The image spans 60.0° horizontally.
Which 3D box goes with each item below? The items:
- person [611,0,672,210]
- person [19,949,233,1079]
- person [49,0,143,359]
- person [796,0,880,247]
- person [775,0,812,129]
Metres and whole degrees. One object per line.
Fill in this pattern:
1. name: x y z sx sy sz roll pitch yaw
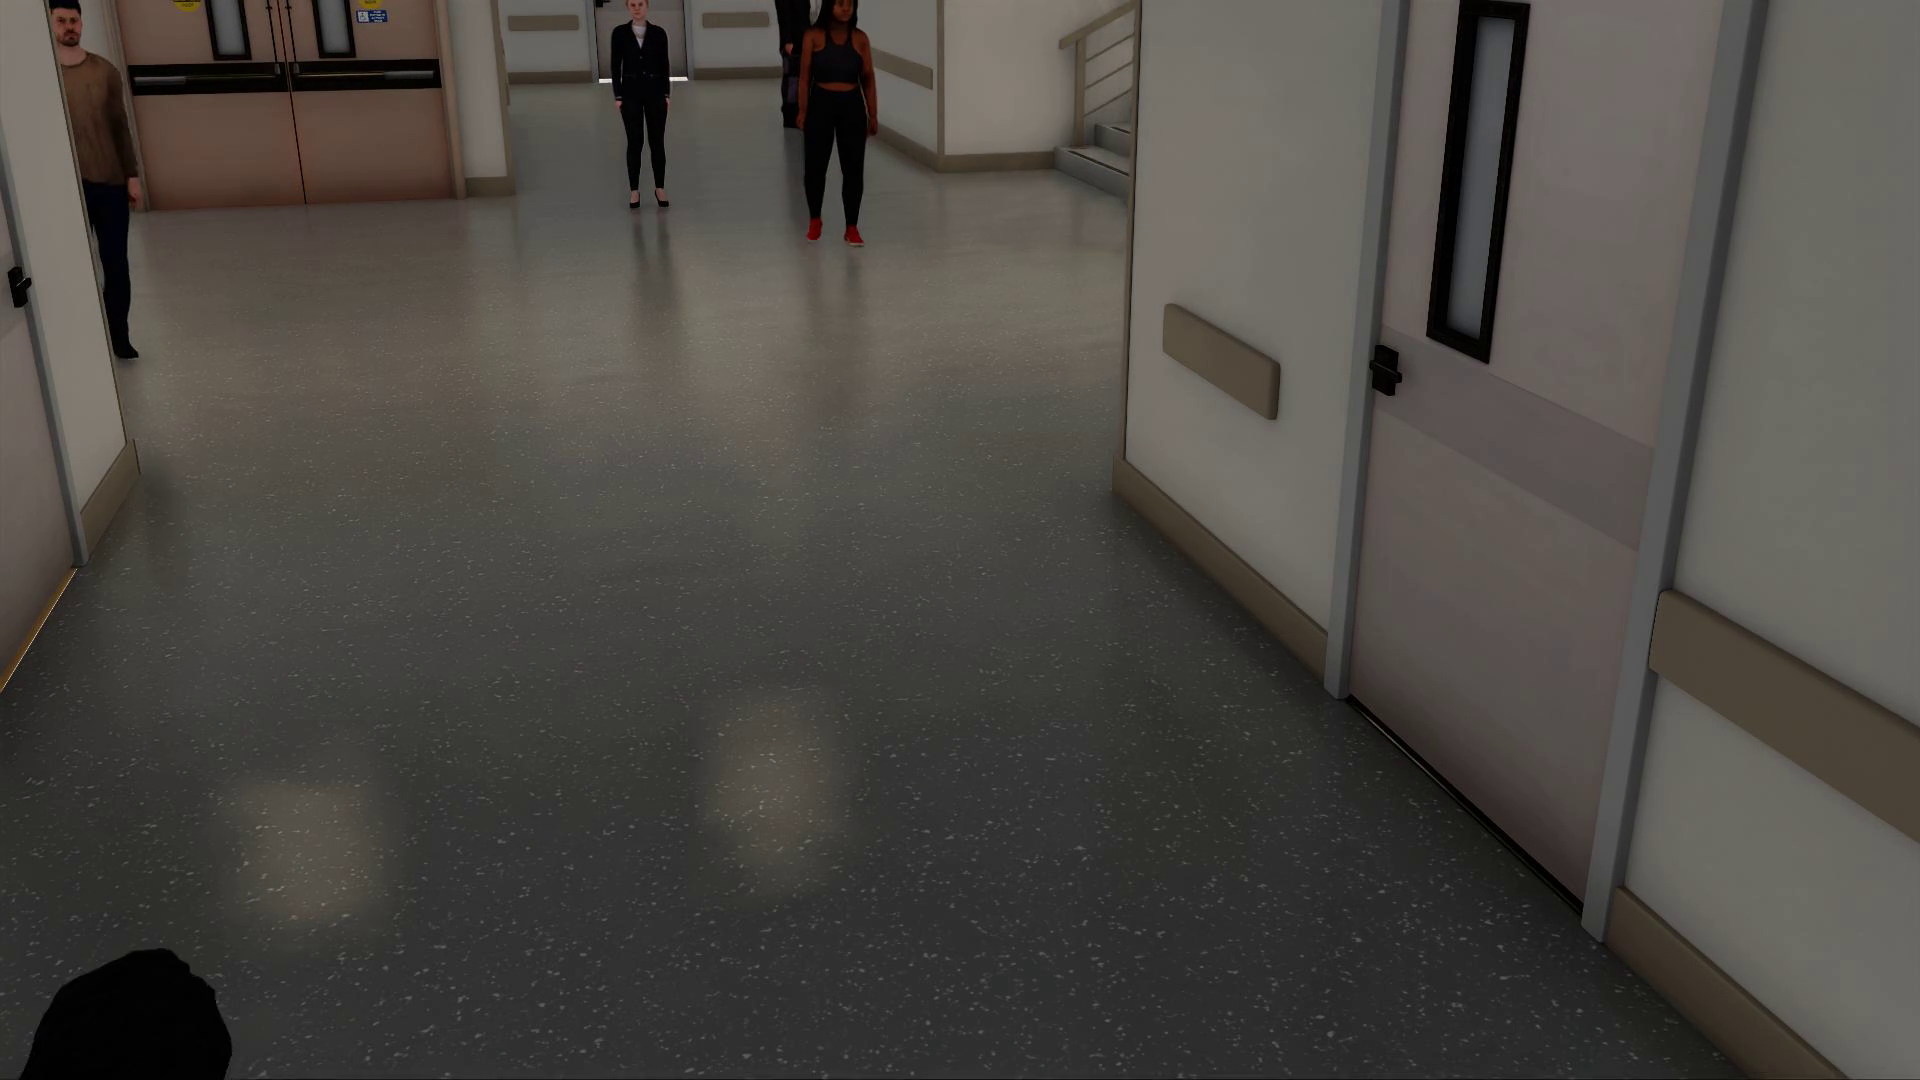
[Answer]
1. person: -2.528 -3.507 13.256 0.496 1.685 0.676 -6 22 -16
2. person: -0.848 1.035 1.871 0.500 1.218 0.583 -7 22 -18
3. person: -4.585 -1.874 8.680 0.760 1.873 0.847 -17 26 -37
4. person: -0.882 -3.015 11.784 0.592 1.809 0.785 -5 21 -12
5. person: -1.839 -5.535 18.360 0.829 1.863 0.848 6 22 15
